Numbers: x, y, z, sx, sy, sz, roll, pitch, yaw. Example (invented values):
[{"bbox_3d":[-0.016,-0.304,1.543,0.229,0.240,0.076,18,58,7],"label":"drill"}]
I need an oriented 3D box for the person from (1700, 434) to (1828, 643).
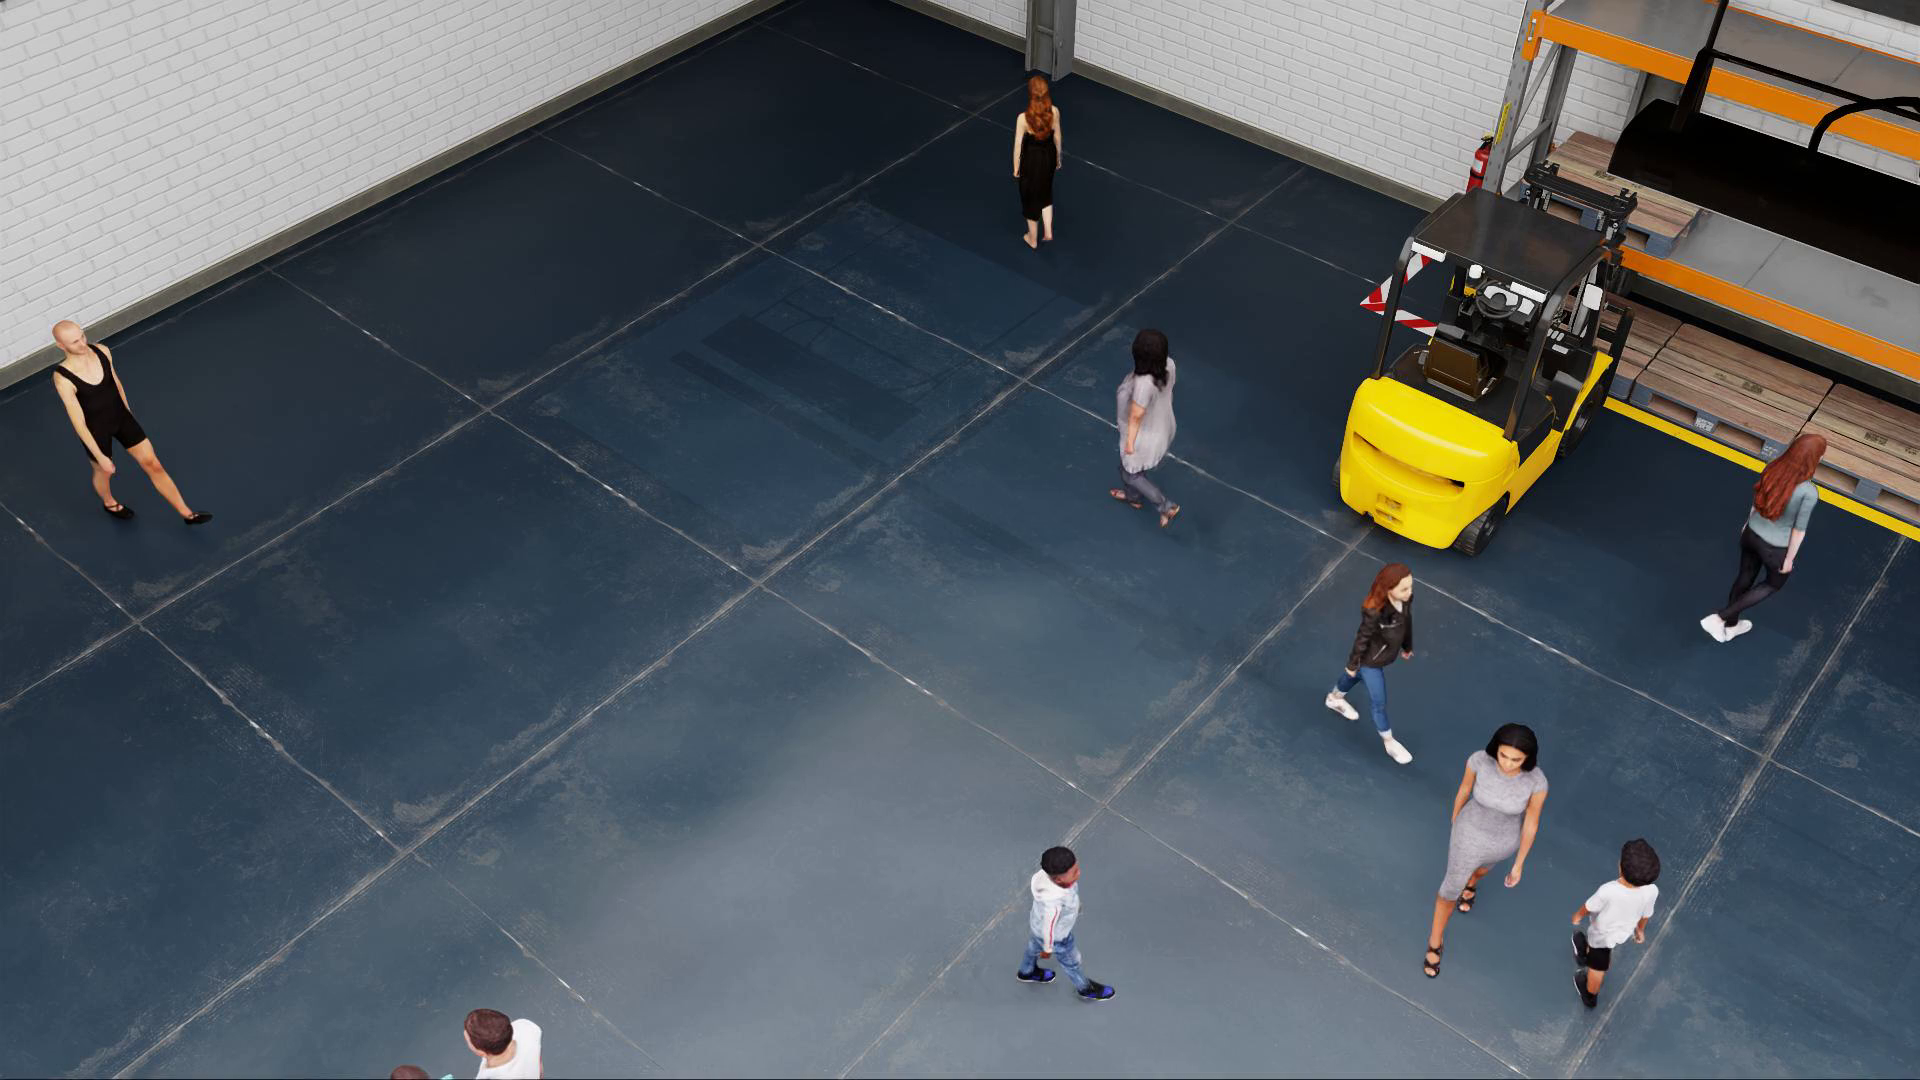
[{"bbox_3d":[5.120,0.044,10.673,0.834,1.736,0.798,-15,46,-15],"label":"person"}]

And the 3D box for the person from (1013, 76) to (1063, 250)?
[{"bbox_3d":[0.692,-3.145,14.108,0.732,1.616,0.794,-16,46,-16],"label":"person"}]

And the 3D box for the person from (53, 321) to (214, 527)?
[{"bbox_3d":[-5.975,-0.776,11.516,1.226,1.762,0.911,16,46,16],"label":"person"}]

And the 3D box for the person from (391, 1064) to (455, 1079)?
[{"bbox_3d":[-2.402,2.901,7.804,0.625,1.557,0.617,13,45,13],"label":"person"}]

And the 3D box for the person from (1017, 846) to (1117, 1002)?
[{"bbox_3d":[0.443,2.043,8.935,0.845,1.239,0.751,0,44,0],"label":"person"}]

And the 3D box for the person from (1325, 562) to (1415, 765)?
[{"bbox_3d":[2.516,0.656,10.243,0.658,1.443,0.960,-33,53,-30],"label":"person"}]

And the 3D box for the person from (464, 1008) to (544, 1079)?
[{"bbox_3d":[-2.024,2.733,7.767,0.742,1.851,0.731,4,44,4],"label":"person"}]

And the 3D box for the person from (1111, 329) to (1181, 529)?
[{"bbox_3d":[1.349,-0.754,11.618,0.864,1.589,0.688,24,49,23],"label":"person"}]

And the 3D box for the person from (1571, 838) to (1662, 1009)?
[{"bbox_3d":[3.506,2.100,8.871,0.724,1.245,0.786,-4,44,-4],"label":"person"}]

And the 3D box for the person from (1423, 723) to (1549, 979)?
[{"bbox_3d":[2.901,1.542,9.093,1.016,1.748,0.853,15,46,15],"label":"person"}]
